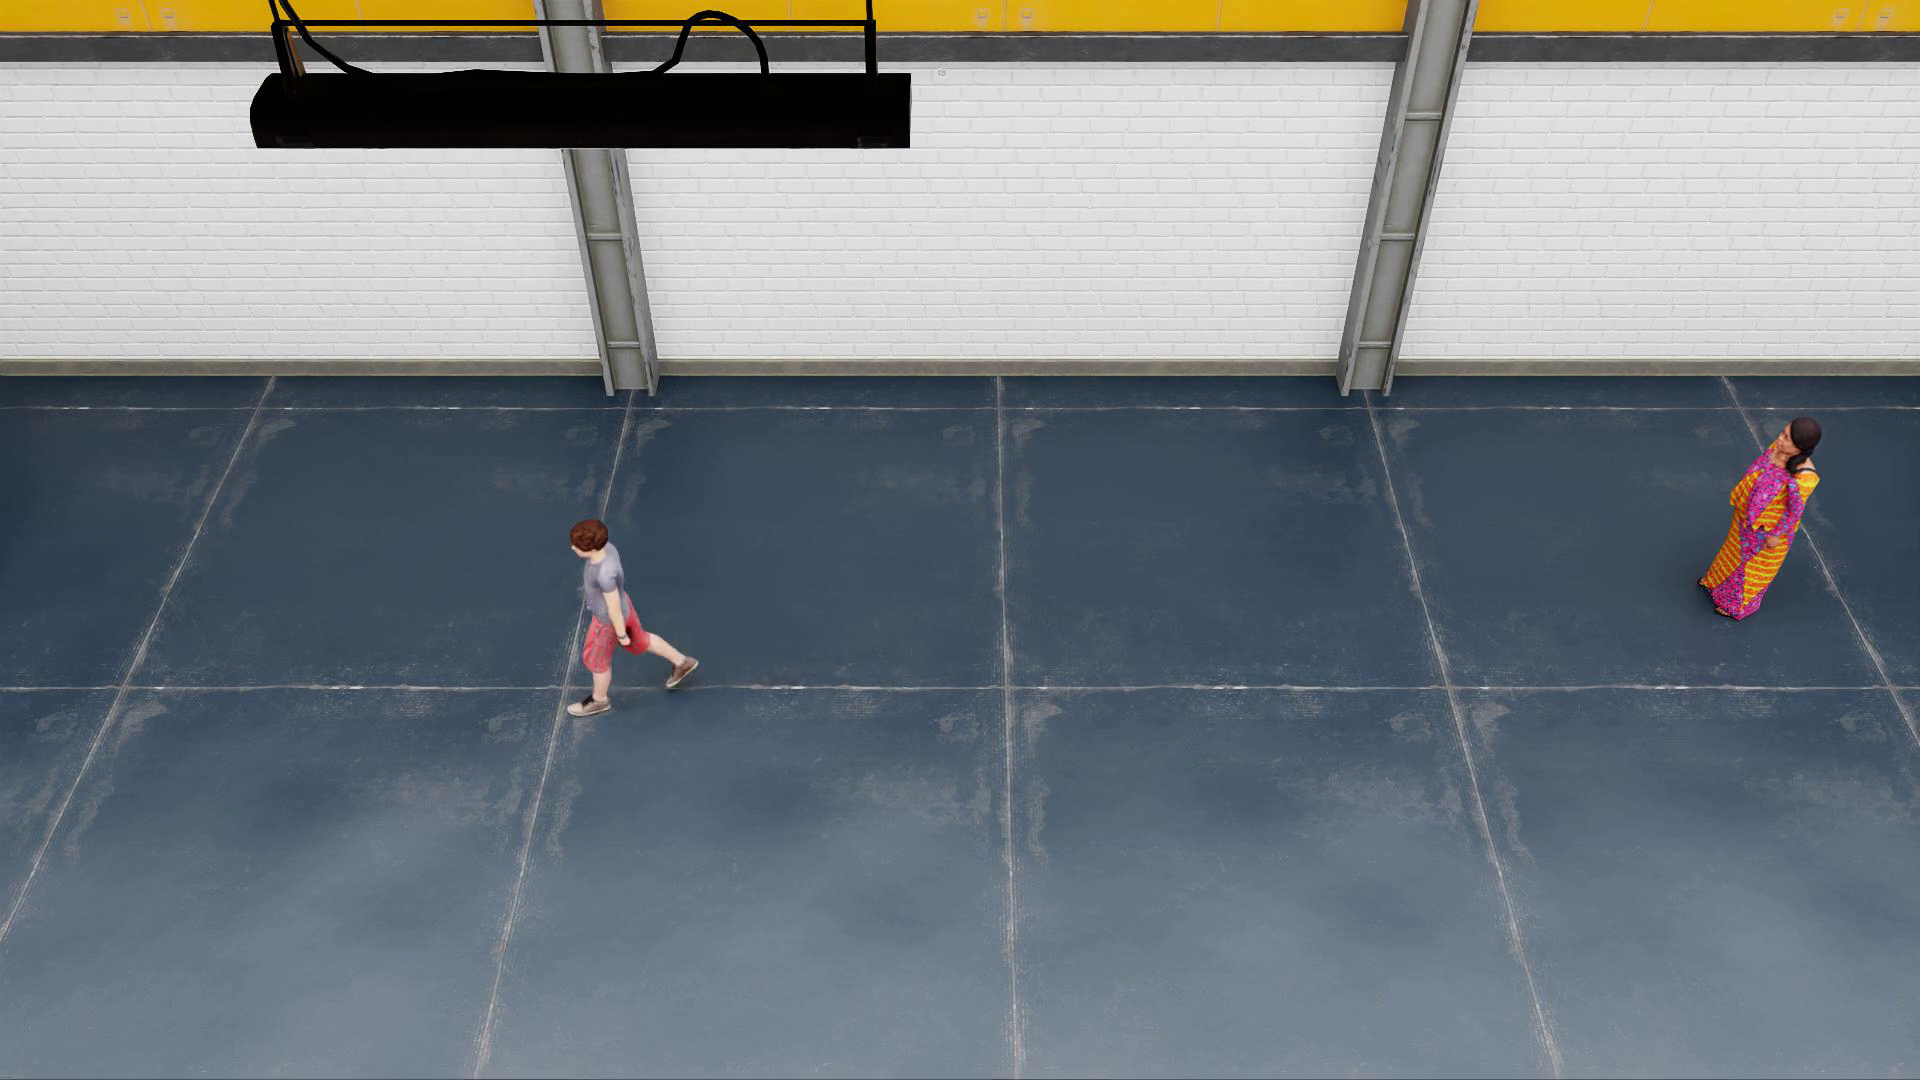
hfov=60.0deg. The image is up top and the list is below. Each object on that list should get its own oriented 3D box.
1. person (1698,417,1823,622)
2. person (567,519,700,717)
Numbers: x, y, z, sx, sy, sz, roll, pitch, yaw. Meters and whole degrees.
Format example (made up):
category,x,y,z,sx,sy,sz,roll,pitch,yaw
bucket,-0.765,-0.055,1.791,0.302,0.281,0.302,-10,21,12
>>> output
category,x,y,z,sx,sy,sz,roll,pitch,yaw
person,5.474,-0.181,11.307,0.660,1.682,0.658,-3,44,-3
person,-2.145,0.463,10.672,1.170,1.624,0.750,-9,44,-9
